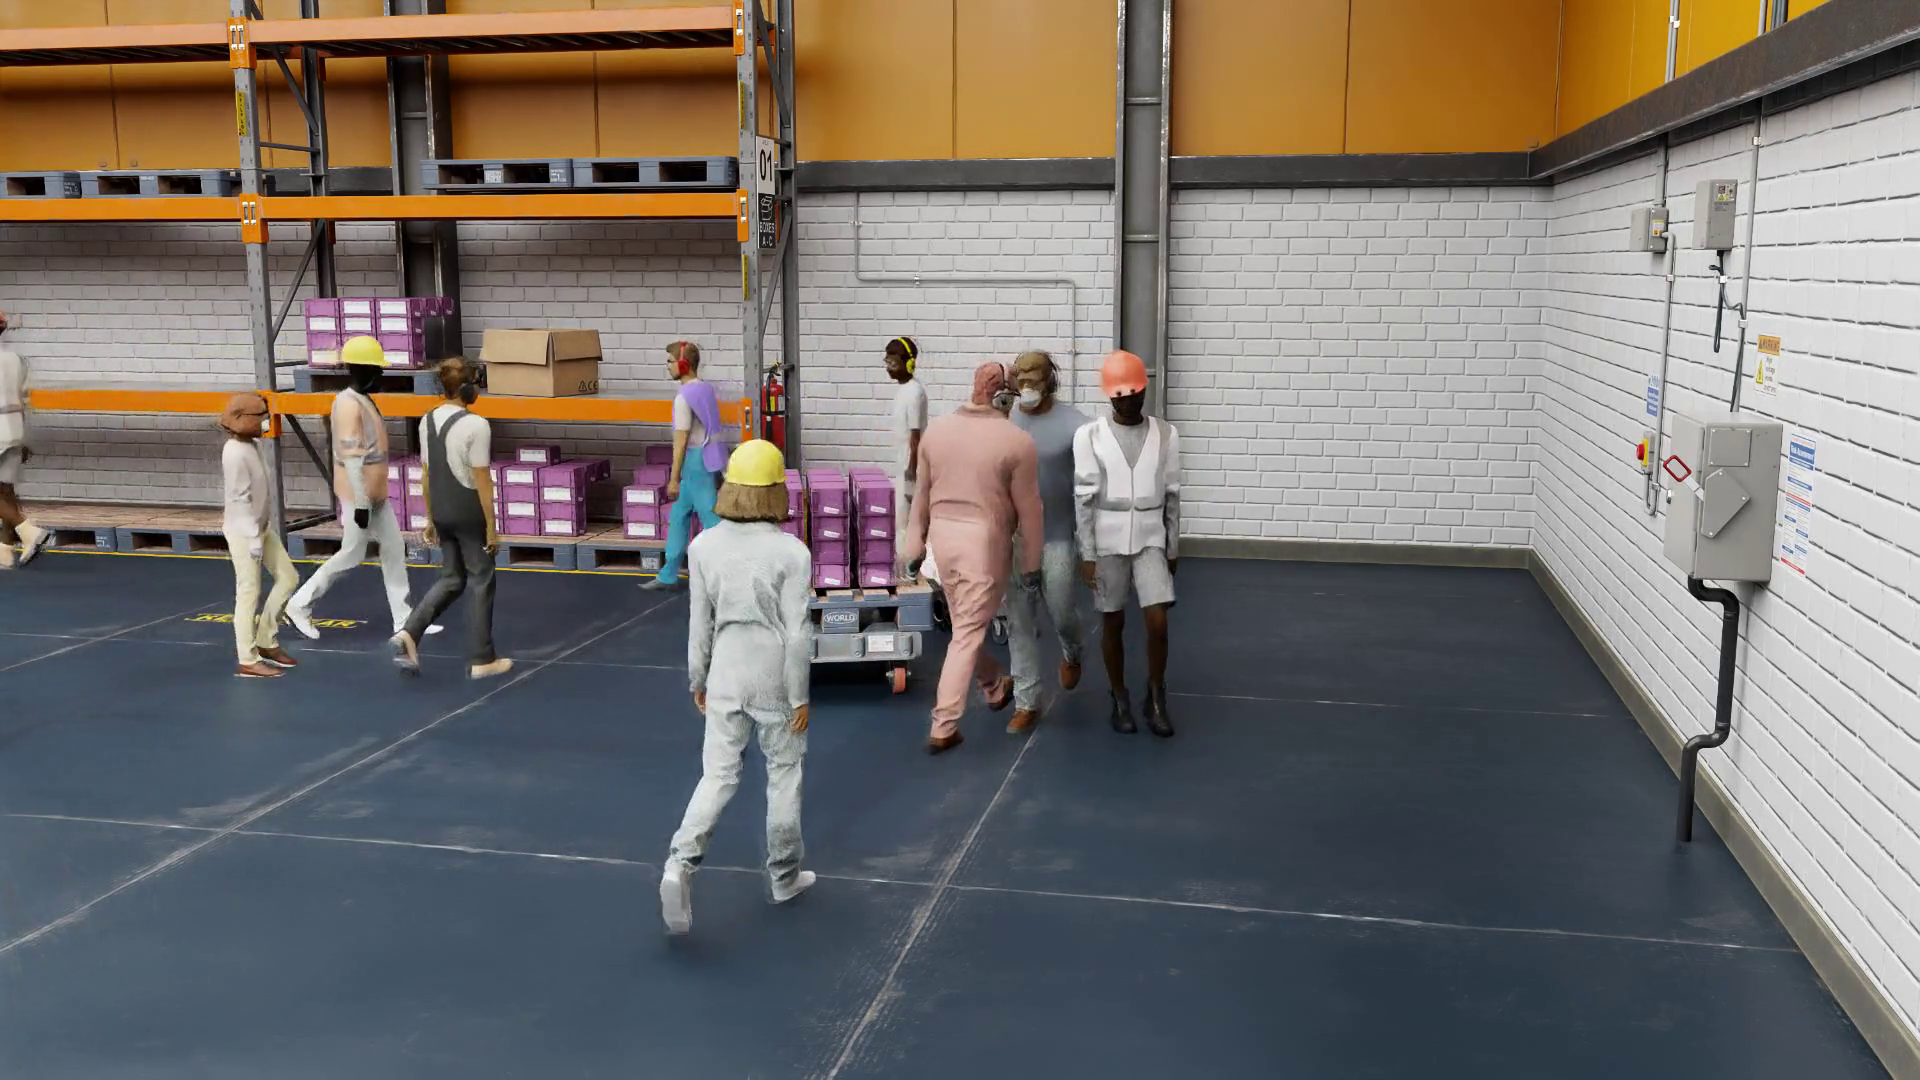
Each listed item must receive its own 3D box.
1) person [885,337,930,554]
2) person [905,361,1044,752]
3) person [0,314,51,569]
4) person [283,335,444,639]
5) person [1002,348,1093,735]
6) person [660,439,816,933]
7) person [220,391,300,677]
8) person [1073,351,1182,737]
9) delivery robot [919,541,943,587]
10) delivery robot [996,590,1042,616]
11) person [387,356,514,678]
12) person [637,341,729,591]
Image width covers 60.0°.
[{"bbox_3d":[-0.317,-0.476,11.375,0.514,1.835,0.577,-1,9,-4],"label":"person"},{"bbox_3d":[0.127,0.055,8.142,0.689,1.850,1.013,7,11,35],"label":"person"},{"bbox_3d":[-7.215,-0.760,12.522,0.581,2.031,0.636,2,10,10],"label":"person"},{"bbox_3d":[-3.746,-0.313,10.257,0.902,1.895,0.598,-1,10,-8],"label":"person"},{"bbox_3d":[0.425,-0.022,8.437,0.634,1.918,0.770,3,10,20],"label":"person"},{"bbox_3d":[-0.764,0.510,5.825,0.490,1.718,0.753,4,10,21],"label":"person"},{"bbox_3d":[-3.900,-0.025,9.314,0.408,1.619,0.519,-1,9,-7],"label":"person"},{"bbox_3d":[0.822,0.034,8.116,0.555,1.902,0.595,-1,9,-5],"label":"person"},{"bbox_3d":[-0.093,0.167,11.083,0.477,0.478,0.707,-4,10,-23],"label":"delivery robot"},{"bbox_3d":[0.202,0.278,10.419,0.477,0.478,0.707,-6,11,-33],"label":"delivery robot"},{"bbox_3d":[-2.798,-0.099,9.159,0.515,1.825,0.653,6,11,33],"label":"person"},{"bbox_3d":[-1.788,-0.490,11.625,0.973,1.797,0.576,1,9,6],"label":"person"}]
